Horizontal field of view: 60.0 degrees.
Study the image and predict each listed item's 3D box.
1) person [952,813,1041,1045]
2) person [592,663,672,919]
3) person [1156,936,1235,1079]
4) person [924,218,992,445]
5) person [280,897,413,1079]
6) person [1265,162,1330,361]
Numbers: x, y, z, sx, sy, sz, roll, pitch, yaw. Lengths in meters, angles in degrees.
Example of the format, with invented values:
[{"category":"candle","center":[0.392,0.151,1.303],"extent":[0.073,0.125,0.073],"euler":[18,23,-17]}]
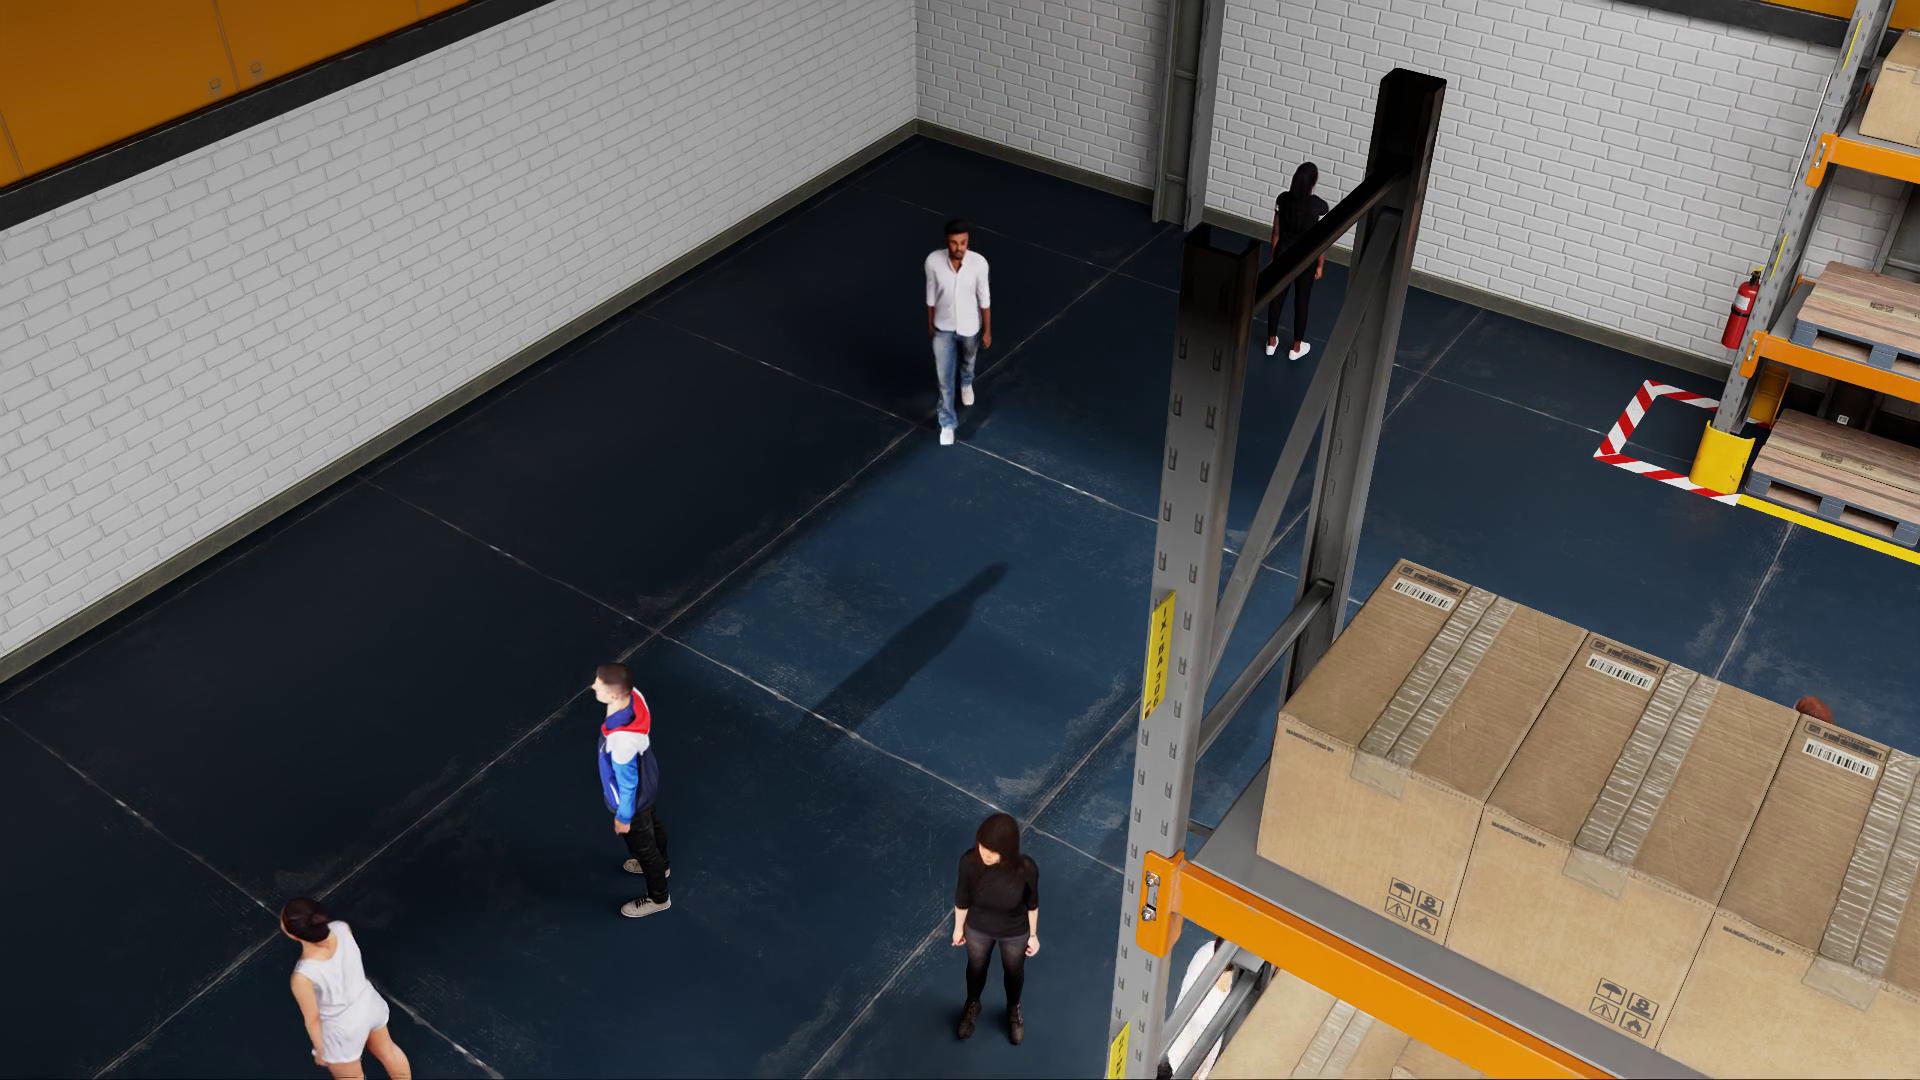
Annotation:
[{"category":"person","center":[0.190,1.920,8.315],"extent":[0.604,1.641,0.725],"euler":[4,39,5]},{"category":"person","center":[-1.763,1.323,8.969],"extent":[0.759,1.757,0.722],"euler":[-3,39,-3]},{"category":"person","center":[1.029,2.355,7.748],"extent":[1.231,1.668,1.058],"euler":[2,39,2]},{"category":"person","center":[-0.009,-1.703,12.753],"extent":[1.200,1.765,1.170],"euler":[-1,39,-1]},{"category":"person","center":[-2.899,2.278,7.901],"extent":[0.662,1.598,0.662],"euler":[10,40,12]},{"category":"person","center":[2.725,-2.267,13.487],"extent":[0.558,1.729,0.699],"euler":[18,42,21]}]
